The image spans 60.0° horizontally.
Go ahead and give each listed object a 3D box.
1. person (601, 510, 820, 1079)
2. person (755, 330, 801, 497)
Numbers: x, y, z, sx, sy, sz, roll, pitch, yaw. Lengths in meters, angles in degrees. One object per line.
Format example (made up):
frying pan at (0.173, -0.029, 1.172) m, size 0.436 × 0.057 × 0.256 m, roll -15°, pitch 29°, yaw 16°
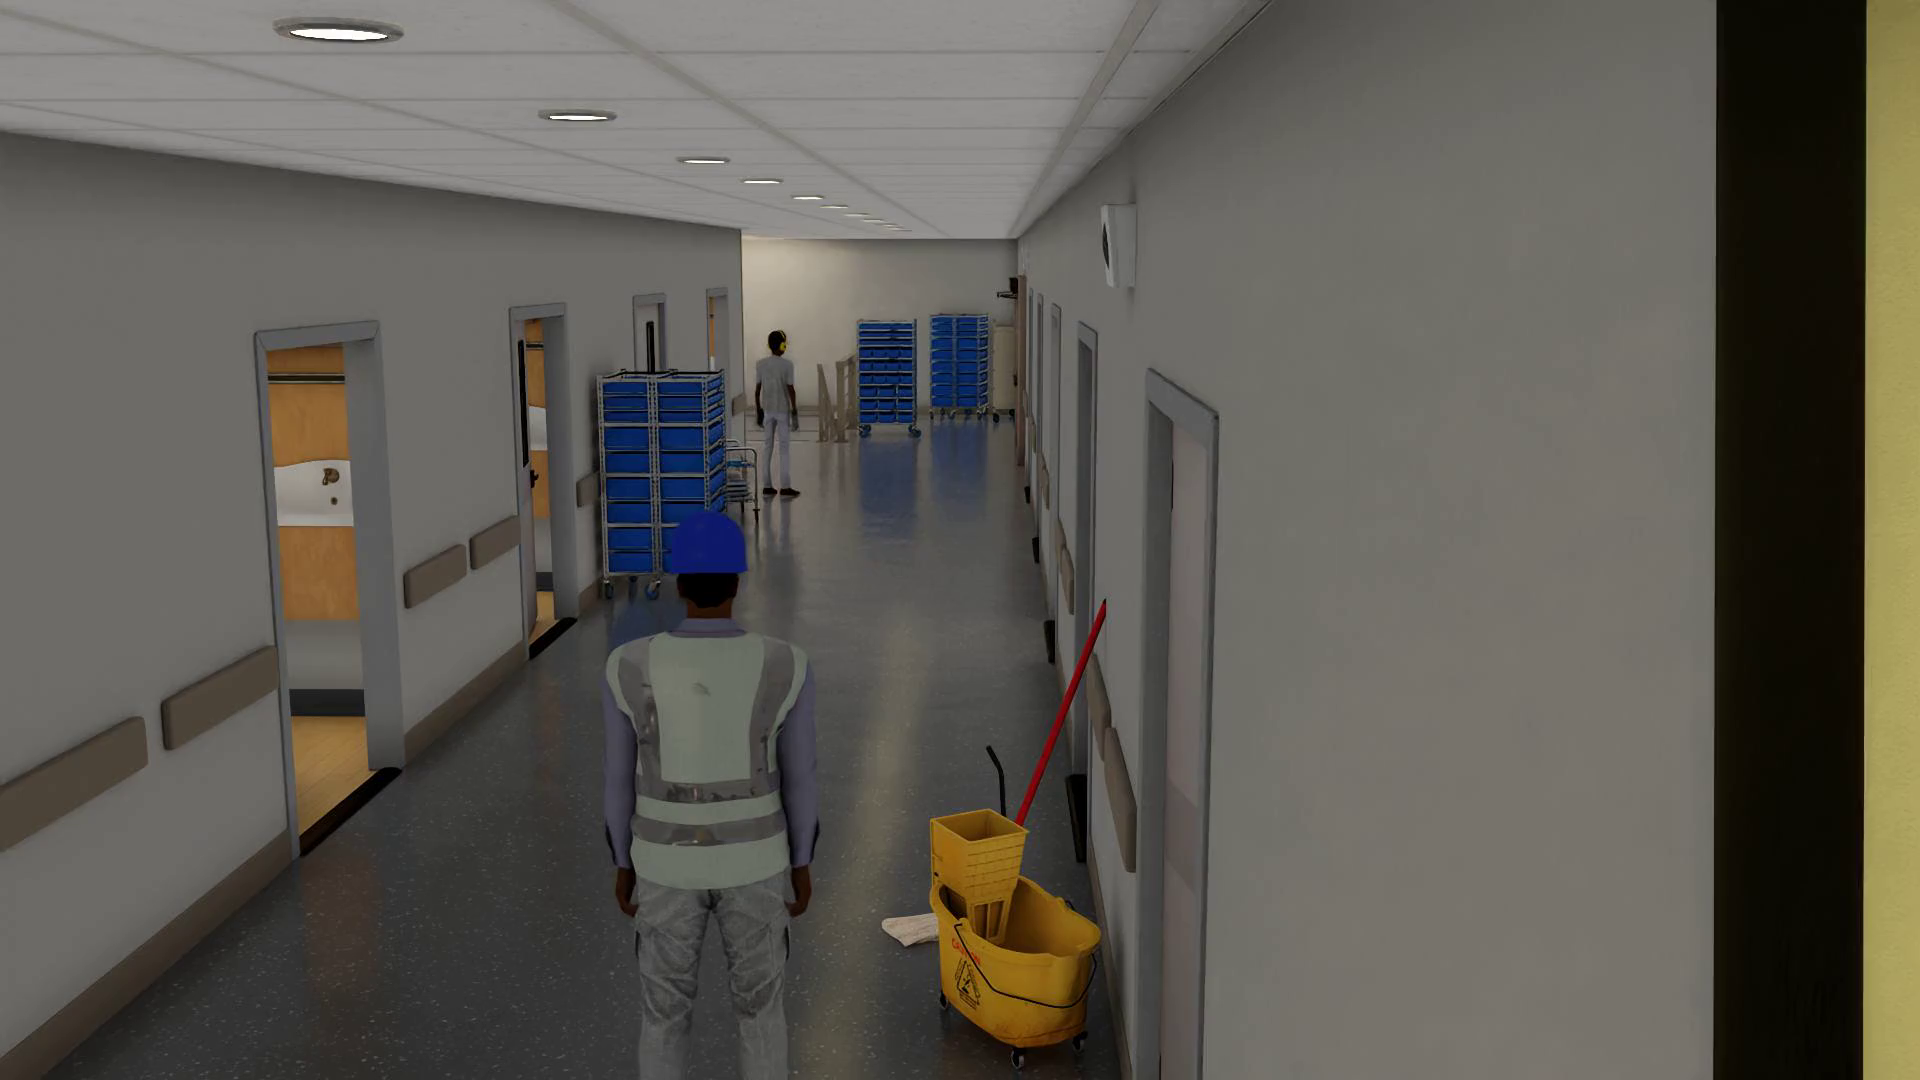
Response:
person at (-0.694, 0.883, 4.690) m, size 0.597 × 1.937 × 0.414 m, roll -1°, pitch 10°, yaw -4°
person at (-2.051, -1.415, 18.668) m, size 0.533 × 1.865 × 0.310 m, roll 4°, pitch 10°, yaw 25°
